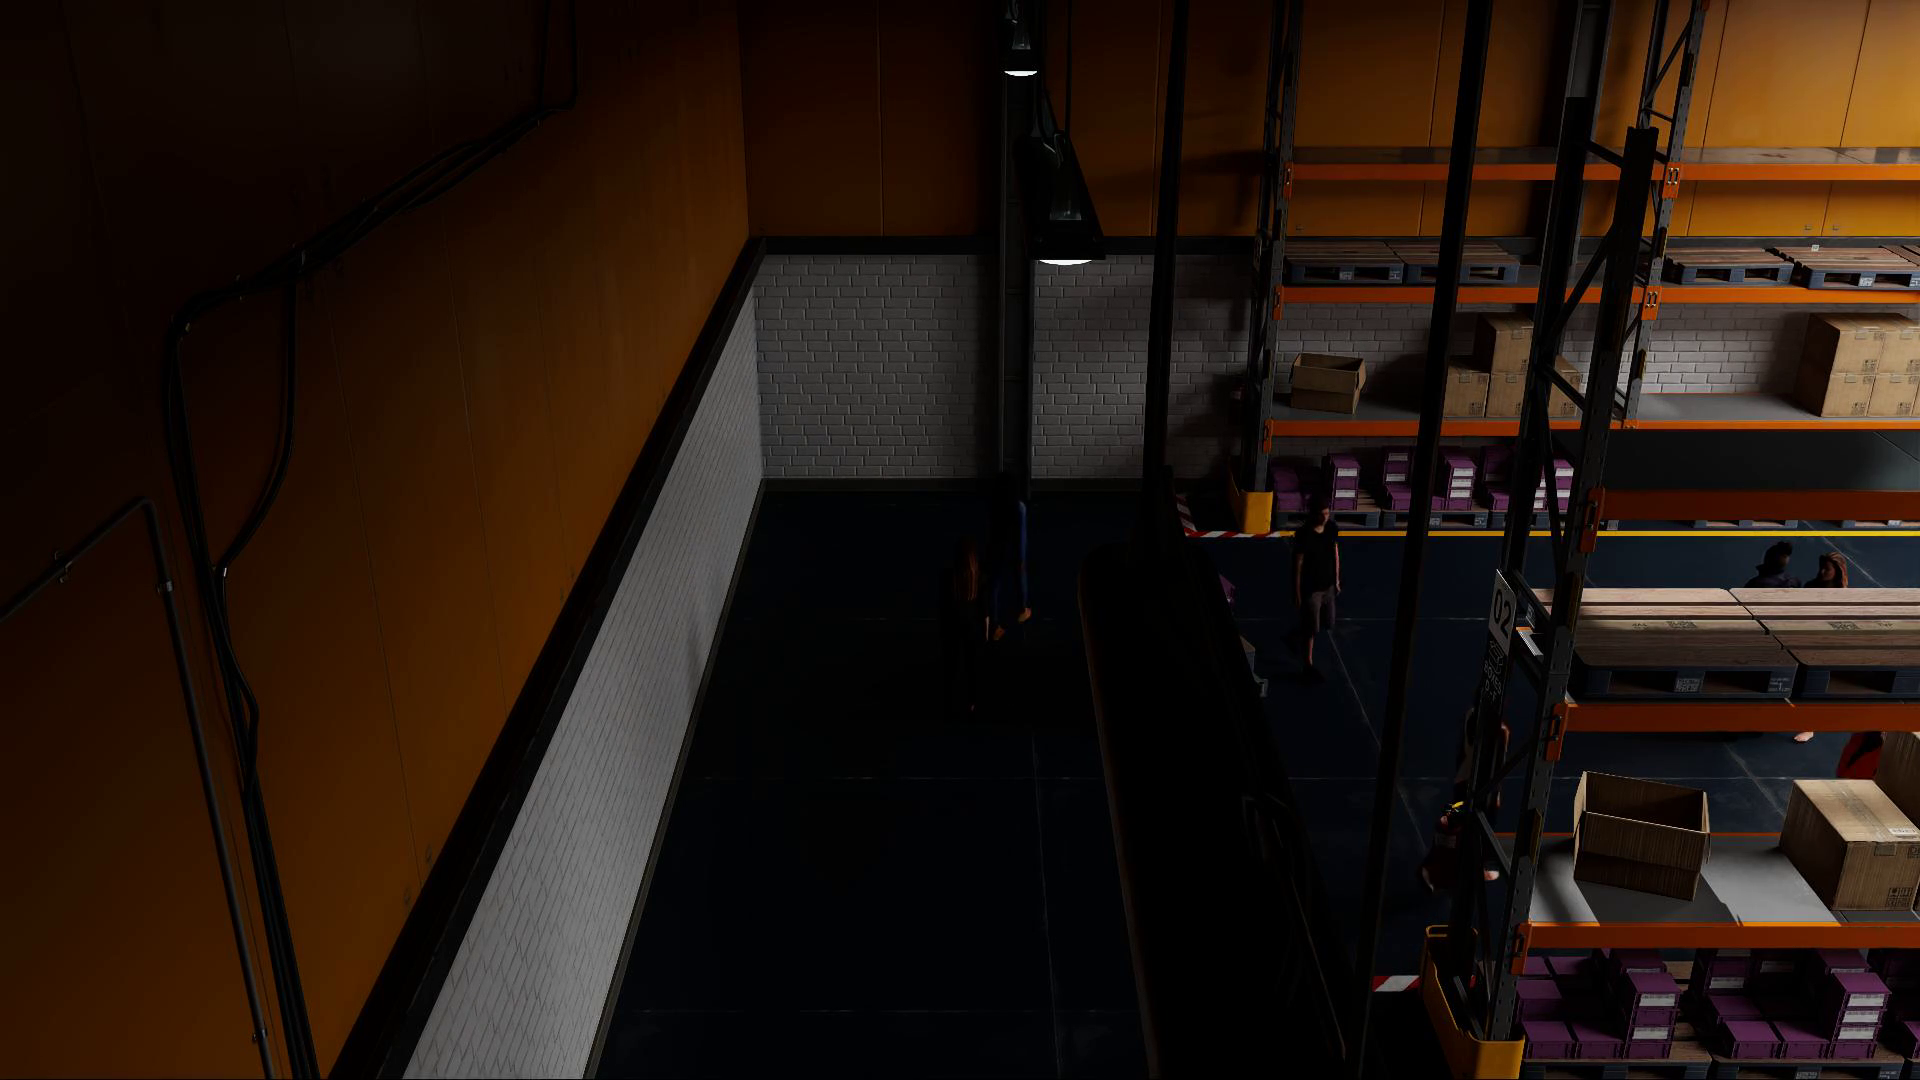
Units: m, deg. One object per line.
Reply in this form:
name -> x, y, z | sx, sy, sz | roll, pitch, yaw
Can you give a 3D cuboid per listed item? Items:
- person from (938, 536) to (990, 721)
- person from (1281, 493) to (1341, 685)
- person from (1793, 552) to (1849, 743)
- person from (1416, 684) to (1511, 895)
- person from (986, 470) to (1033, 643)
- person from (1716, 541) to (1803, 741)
person -> 0.014, 0.777, 14.556 | 0.475, 1.715, 0.667 | 2, 24, 4
person -> 3.195, 0.394, 15.270 | 0.982, 1.844, 1.003 | -15, 28, -30
person -> 7.335, 0.896, 14.262 | 0.680, 1.733, 0.674 | -11, 26, -23
person -> 3.692, 1.828, 12.092 | 1.109, 1.762, 0.905 | -12, 26, -25
person -> 0.395, 0.178, 15.962 | 0.990, 1.686, 0.916 | 9, 25, 20
person -> 6.839, 0.841, 14.227 | 0.728, 1.861, 0.890 | -6, 24, -14
